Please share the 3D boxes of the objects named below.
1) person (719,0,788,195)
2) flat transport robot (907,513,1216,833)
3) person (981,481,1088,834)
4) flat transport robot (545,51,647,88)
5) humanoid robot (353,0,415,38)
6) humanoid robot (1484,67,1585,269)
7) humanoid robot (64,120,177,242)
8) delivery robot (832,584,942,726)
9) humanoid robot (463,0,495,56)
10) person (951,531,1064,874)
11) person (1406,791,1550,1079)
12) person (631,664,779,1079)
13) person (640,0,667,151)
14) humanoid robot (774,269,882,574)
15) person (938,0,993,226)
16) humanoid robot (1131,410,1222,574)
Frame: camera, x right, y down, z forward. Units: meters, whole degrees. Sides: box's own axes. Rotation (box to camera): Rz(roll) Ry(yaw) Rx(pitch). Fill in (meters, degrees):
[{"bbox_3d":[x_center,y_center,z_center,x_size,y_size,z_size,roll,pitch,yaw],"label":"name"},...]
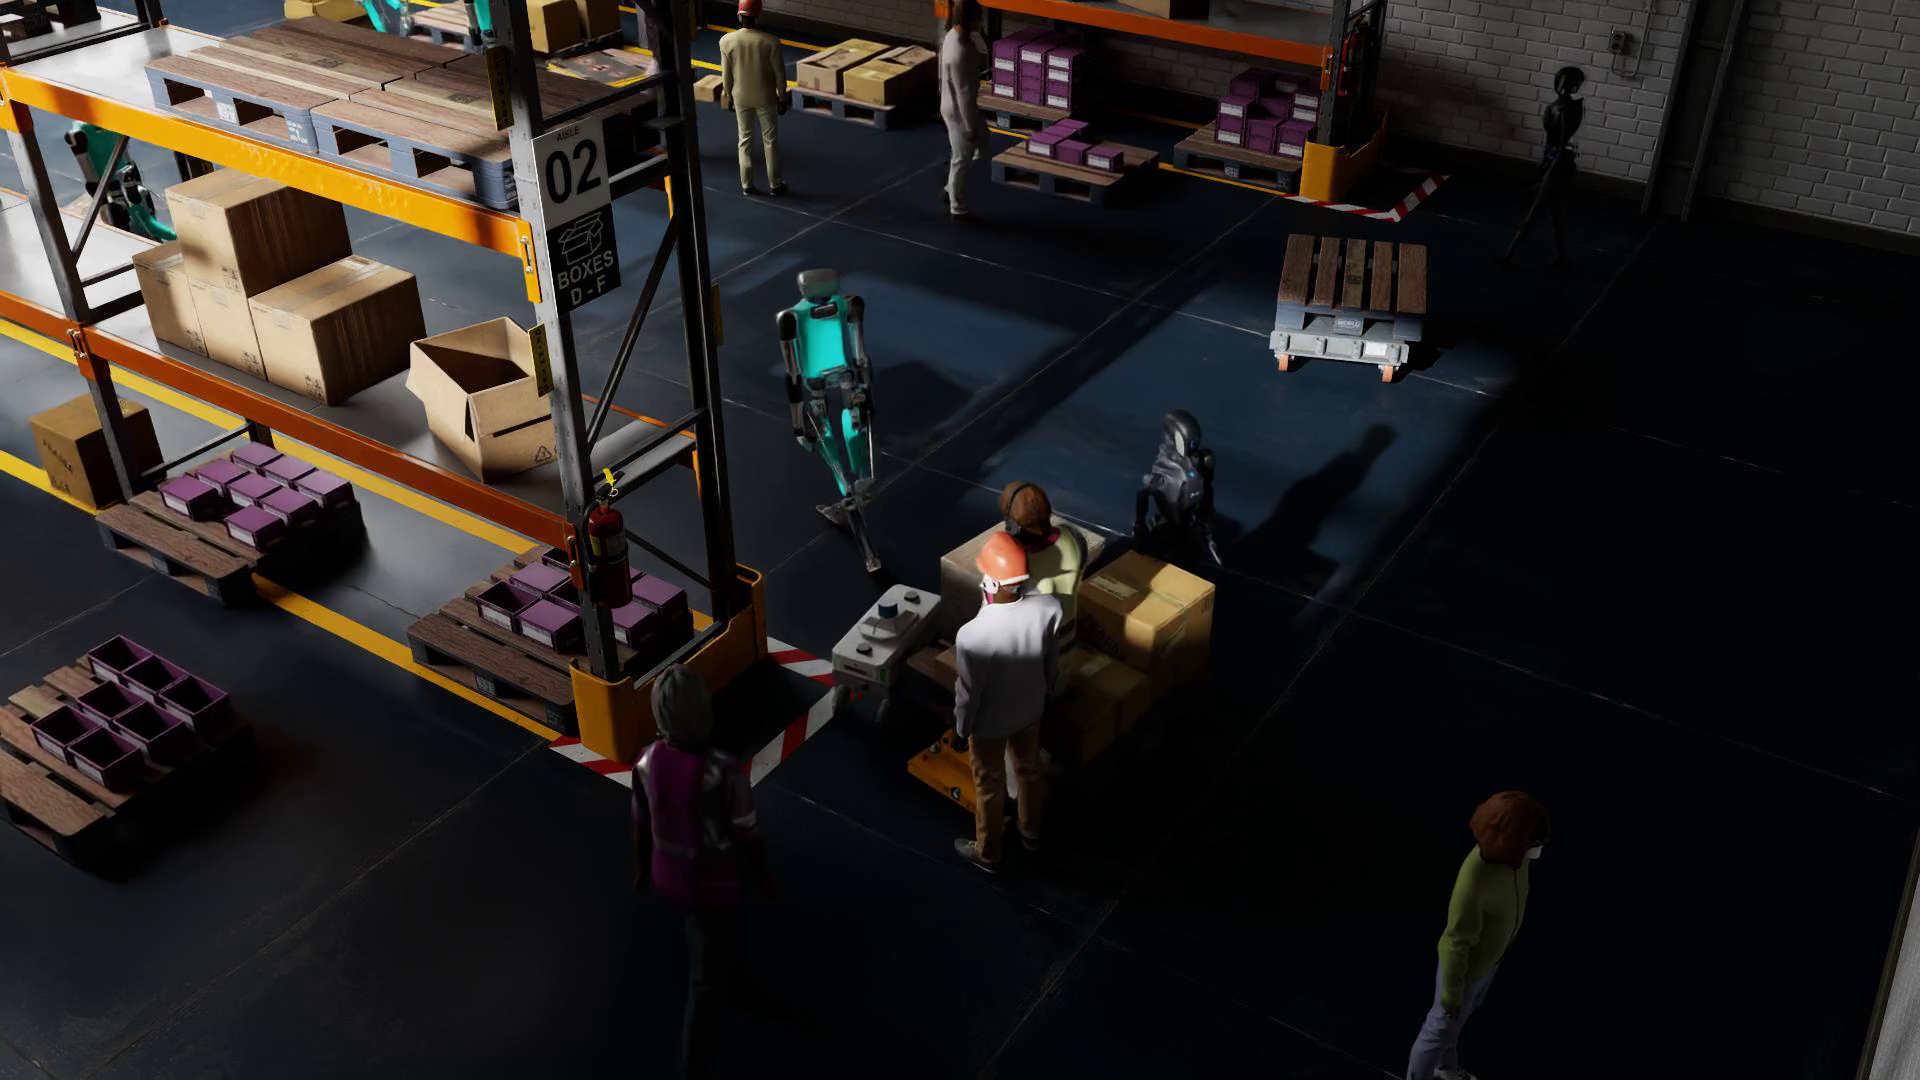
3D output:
[{"bbox_3d":[-1.770,-3.859,14.441,0.563,1.751,0.329,3,33,4],"label":"person"},{"bbox_3d":[0.461,0.922,8.456,0.659,0.231,1.431,27,42,35],"label":"flat transport robot"},{"bbox_3d":[0.300,0.546,7.601,0.431,1.835,0.623,23,40,31],"label":"person"},{"bbox_3d":[-3.649,-4.755,17.182,0.659,0.231,1.431,-27,42,-35],"label":"flat transport robot"},{"bbox_3d":[-6.045,-5.760,17.397,0.787,1.807,0.547,16,36,23],"label":"humanoid robot"},{"bbox_3d":[4.606,-2.924,13.098,0.736,1.628,0.599,7,34,10],"label":"humanoid robot"},{"bbox_3d":[-5.916,-2.363,12.173,0.780,1.788,0.540,4,33,6],"label":"humanoid robot"},{"bbox_3d":[-0.365,0.561,8.763,0.499,0.609,0.812,15,36,22],"label":"delivery robot"},{"bbox_3d":[-4.099,-4.372,15.216,0.530,1.750,0.709,-28,42,-36],"label":"humanoid robot"},{"bbox_3d":[0.188,0.725,7.395,0.571,1.749,0.330,-23,39,-31],"label":"person"},{"bbox_3d":[1.927,1.565,6.213,0.264,1.631,0.506,24,40,32],"label":"person"},{"bbox_3d":[-1.036,1.339,6.427,0.598,1.788,0.878,14,36,20],"label":"person"},{"bbox_3d":[-2.724,-4.406,15.120,0.484,1.931,0.514,-3,33,-5],"label":"person"},{"bbox_3d":[-0.637,-0.609,9.504,0.547,1.742,1.010,-16,36,-23],"label":"humanoid robot"},{"bbox_3d":[0.064,-3.521,13.767,0.456,1.922,0.639,2,33,3],"label":"person"},{"bbox_3d":[1.056,0.030,8.563,0.606,1.661,0.434,-24,40,-32],"label":"humanoid robot"}]
